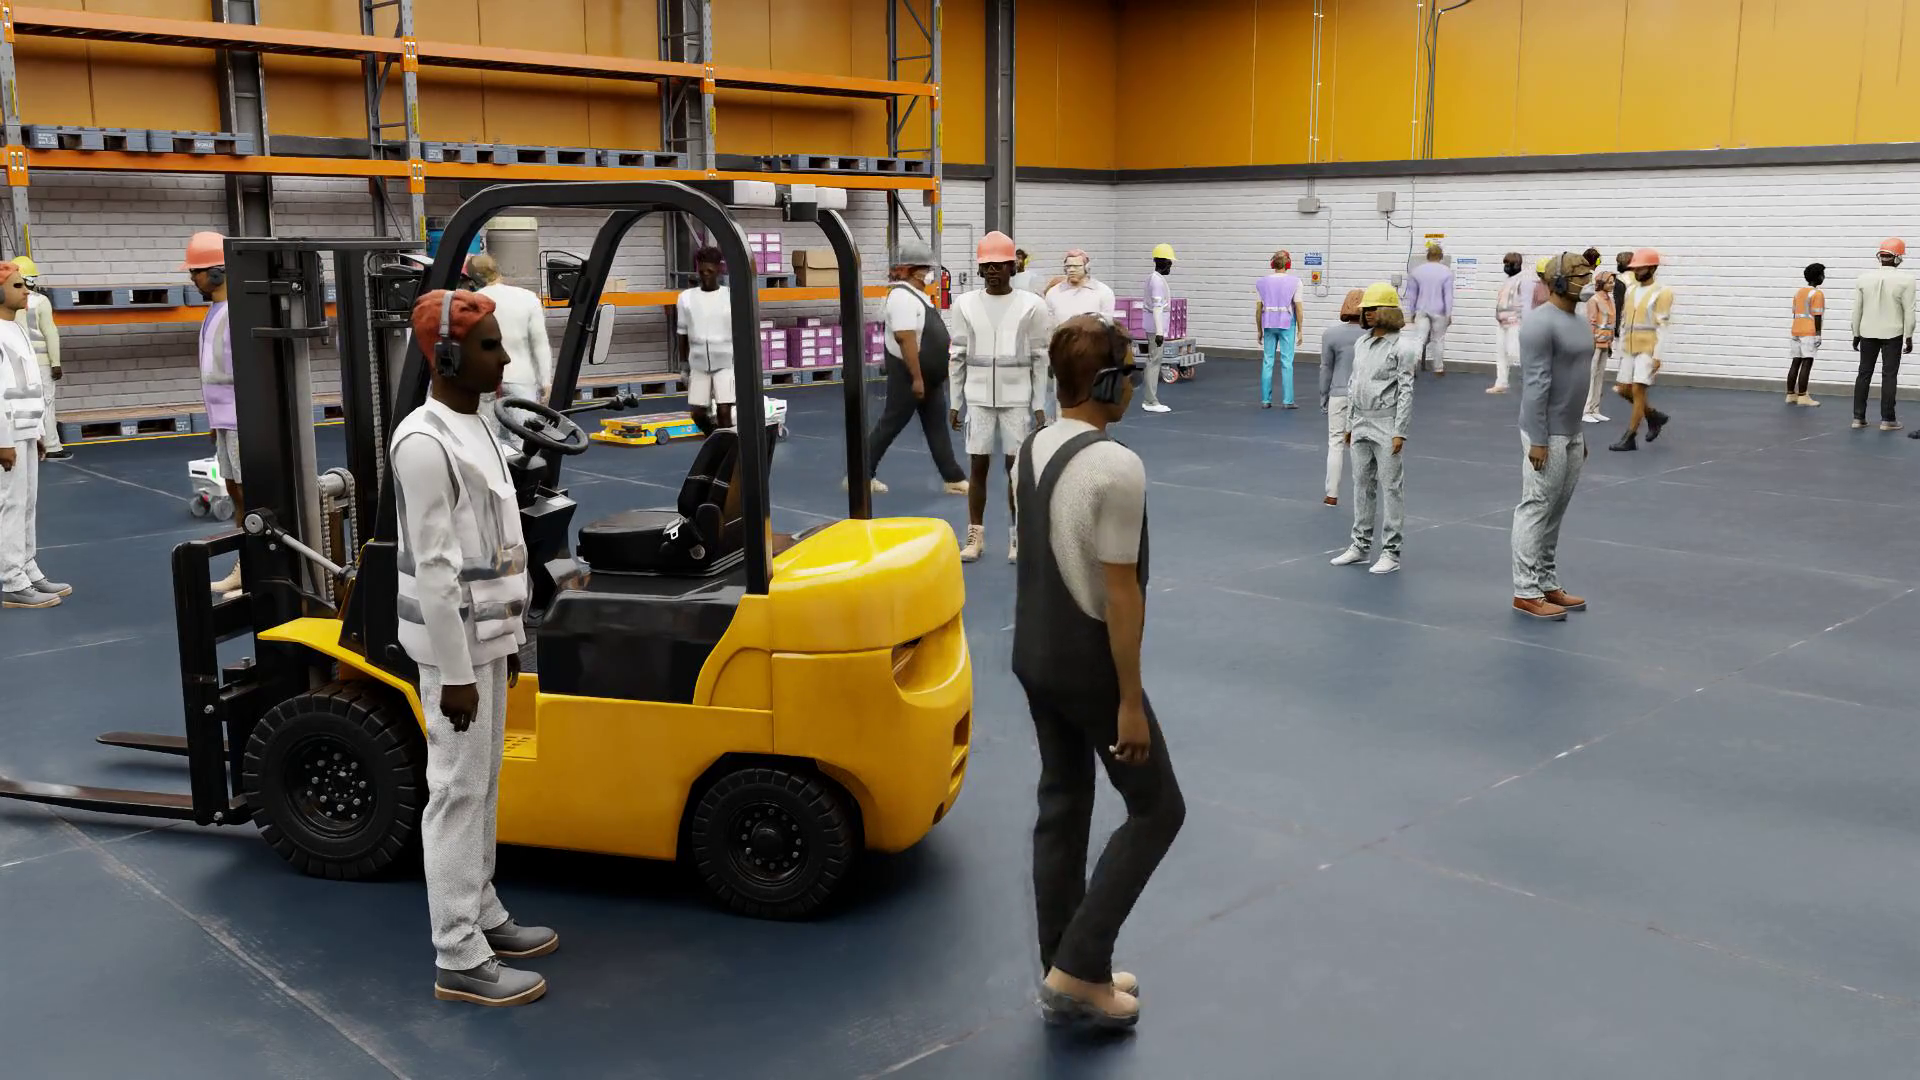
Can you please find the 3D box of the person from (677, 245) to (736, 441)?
[{"bbox_3d":[-2.025,-1.461,13.778,0.618,1.951,0.571,1,10,7],"label":"person"}]

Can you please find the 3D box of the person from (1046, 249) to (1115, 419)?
[{"bbox_3d":[1.035,-1.592,14.619,0.640,1.901,0.404,3,11,18],"label":"person"}]

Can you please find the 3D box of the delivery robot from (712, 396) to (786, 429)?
[{"bbox_3d":[-2.064,-1.277,16.305,0.707,0.478,0.477,4,11,23],"label":"delivery robot"}]

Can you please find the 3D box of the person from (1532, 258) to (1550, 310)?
[{"bbox_3d":[7.403,-2.715,21.186,0.548,1.730,0.501,-3,11,-14],"label":"person"}]

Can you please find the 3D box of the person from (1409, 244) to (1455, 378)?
[{"bbox_3d":[6.660,-3.232,23.532,0.643,1.913,0.879,7,13,34],"label":"person"}]

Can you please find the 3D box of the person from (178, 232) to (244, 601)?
[{"bbox_3d":[-4.010,-0.658,9.142,0.394,2.038,0.605,-8,13,-37],"label":"person"}]

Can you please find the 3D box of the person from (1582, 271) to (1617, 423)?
[{"bbox_3d":[6.934,-2.094,18.057,0.315,1.640,0.514,10,14,43],"label":"person"}]

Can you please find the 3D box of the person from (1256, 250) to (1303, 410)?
[{"bbox_3d":[3.709,-2.434,19.356,0.565,1.843,0.390,5,12,27],"label":"person"}]

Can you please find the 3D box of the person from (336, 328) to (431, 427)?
[{"bbox_3d":[-3.126,-0.591,9.118,0.542,1.921,0.516,1,10,8],"label":"person"}]

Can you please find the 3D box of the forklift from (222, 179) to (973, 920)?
[{"bbox_3d":[-1.114,-0.058,5.440,2.313,2.155,1.214,2,11,13],"label":"forklift"}]

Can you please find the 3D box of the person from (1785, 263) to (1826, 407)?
[{"bbox_3d":[10.072,-2.436,19.763,0.319,1.695,0.539,0,10,-1],"label":"person"}]

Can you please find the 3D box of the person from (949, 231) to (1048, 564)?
[{"bbox_3d":[0.229,-0.864,10.248,0.614,2.042,0.373,2,11,10],"label":"person"}]

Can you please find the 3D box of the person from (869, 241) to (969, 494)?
[{"bbox_3d":[-0.387,-1.356,12.937,1.034,2.000,0.690,2,11,13],"label":"person"}]

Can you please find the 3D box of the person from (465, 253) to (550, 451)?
[{"bbox_3d":[-3.258,-1.071,11.831,0.671,1.912,0.376,-1,10,-3],"label":"person"}]

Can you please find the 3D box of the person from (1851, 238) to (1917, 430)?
[{"bbox_3d":[9.659,-2.151,17.398,0.381,1.994,0.622,-9,13,-39],"label":"person"}]

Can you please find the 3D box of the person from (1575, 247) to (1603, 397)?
[{"bbox_3d":[7.884,-2.728,20.874,0.513,1.876,0.328,8,13,37],"label":"person"}]

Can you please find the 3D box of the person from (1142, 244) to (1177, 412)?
[{"bbox_3d":[2.287,-2.435,19.140,0.376,1.922,0.594,0,10,2],"label":"person"}]

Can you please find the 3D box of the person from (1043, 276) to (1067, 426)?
[{"bbox_3d":[0.928,-1.704,15.944,0.278,1.633,0.498,2,11,8],"label":"person"}]

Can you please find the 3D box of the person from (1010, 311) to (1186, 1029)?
[{"bbox_3d":[0.327,0.349,4.191,0.388,1.835,0.550,-6,12,-30],"label":"person"}]

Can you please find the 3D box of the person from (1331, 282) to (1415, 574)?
[{"bbox_3d":[2.504,-0.674,10.032,0.297,1.744,0.487,-6,12,-31],"label":"person"}]

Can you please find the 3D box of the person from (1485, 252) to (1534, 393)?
[{"bbox_3d":[7.117,-2.761,21.216,0.644,1.819,0.625,-2,11,-8],"label":"person"}]

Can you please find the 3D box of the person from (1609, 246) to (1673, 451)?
[{"bbox_3d":[6.461,-1.798,15.684,0.716,1.920,0.563,-4,11,-21],"label":"person"}]

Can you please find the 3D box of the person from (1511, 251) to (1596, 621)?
[{"bbox_3d":[3.172,-0.555,8.852,0.372,1.940,0.632,9,13,39],"label":"person"}]

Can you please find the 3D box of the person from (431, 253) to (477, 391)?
[{"bbox_3d":[-4.032,-1.385,13.557,0.944,1.867,0.545,-10,14,-43],"label":"person"}]

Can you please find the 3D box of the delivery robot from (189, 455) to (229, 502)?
[{"bbox_3d":[-5.202,-0.500,12.070,0.477,0.478,0.707,7,12,32],"label":"delivery robot"}]

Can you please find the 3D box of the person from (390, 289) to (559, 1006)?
[{"bbox_3d":[-1.298,0.284,4.429,0.355,1.883,0.576,-1,10,-5],"label":"person"}]

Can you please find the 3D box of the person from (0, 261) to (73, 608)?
[{"bbox_3d":[-5.158,-0.572,9.089,0.356,1.884,0.574,-3,11,-15],"label":"person"}]

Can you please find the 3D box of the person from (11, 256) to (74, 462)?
[{"bbox_3d":[-8.310,-1.609,14.887,0.586,1.833,0.403,1,10,6],"label":"person"}]

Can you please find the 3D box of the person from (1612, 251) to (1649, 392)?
[{"bbox_3d":[8.563,-2.777,21.283,0.651,1.818,0.471,-6,12,-29],"label":"person"}]

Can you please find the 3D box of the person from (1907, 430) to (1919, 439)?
[{"bbox_3d":[9.851,-1.949,16.526,0.632,1.913,0.549,0,10,-1],"label":"person"}]

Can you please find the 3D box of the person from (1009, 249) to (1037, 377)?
[{"bbox_3d":[0.883,-3.196,23.529,0.518,1.844,0.872,8,13,36],"label":"person"}]

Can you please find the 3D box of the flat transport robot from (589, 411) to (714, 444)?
[{"bbox_3d":[-2.902,-1.126,16.511,0.652,0.197,1.431,9,14,40],"label":"flat transport robot"}]

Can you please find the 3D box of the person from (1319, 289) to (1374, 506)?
[{"bbox_3d":[2.932,-1.051,12.416,0.502,1.626,0.282,3,11,14],"label":"person"}]
